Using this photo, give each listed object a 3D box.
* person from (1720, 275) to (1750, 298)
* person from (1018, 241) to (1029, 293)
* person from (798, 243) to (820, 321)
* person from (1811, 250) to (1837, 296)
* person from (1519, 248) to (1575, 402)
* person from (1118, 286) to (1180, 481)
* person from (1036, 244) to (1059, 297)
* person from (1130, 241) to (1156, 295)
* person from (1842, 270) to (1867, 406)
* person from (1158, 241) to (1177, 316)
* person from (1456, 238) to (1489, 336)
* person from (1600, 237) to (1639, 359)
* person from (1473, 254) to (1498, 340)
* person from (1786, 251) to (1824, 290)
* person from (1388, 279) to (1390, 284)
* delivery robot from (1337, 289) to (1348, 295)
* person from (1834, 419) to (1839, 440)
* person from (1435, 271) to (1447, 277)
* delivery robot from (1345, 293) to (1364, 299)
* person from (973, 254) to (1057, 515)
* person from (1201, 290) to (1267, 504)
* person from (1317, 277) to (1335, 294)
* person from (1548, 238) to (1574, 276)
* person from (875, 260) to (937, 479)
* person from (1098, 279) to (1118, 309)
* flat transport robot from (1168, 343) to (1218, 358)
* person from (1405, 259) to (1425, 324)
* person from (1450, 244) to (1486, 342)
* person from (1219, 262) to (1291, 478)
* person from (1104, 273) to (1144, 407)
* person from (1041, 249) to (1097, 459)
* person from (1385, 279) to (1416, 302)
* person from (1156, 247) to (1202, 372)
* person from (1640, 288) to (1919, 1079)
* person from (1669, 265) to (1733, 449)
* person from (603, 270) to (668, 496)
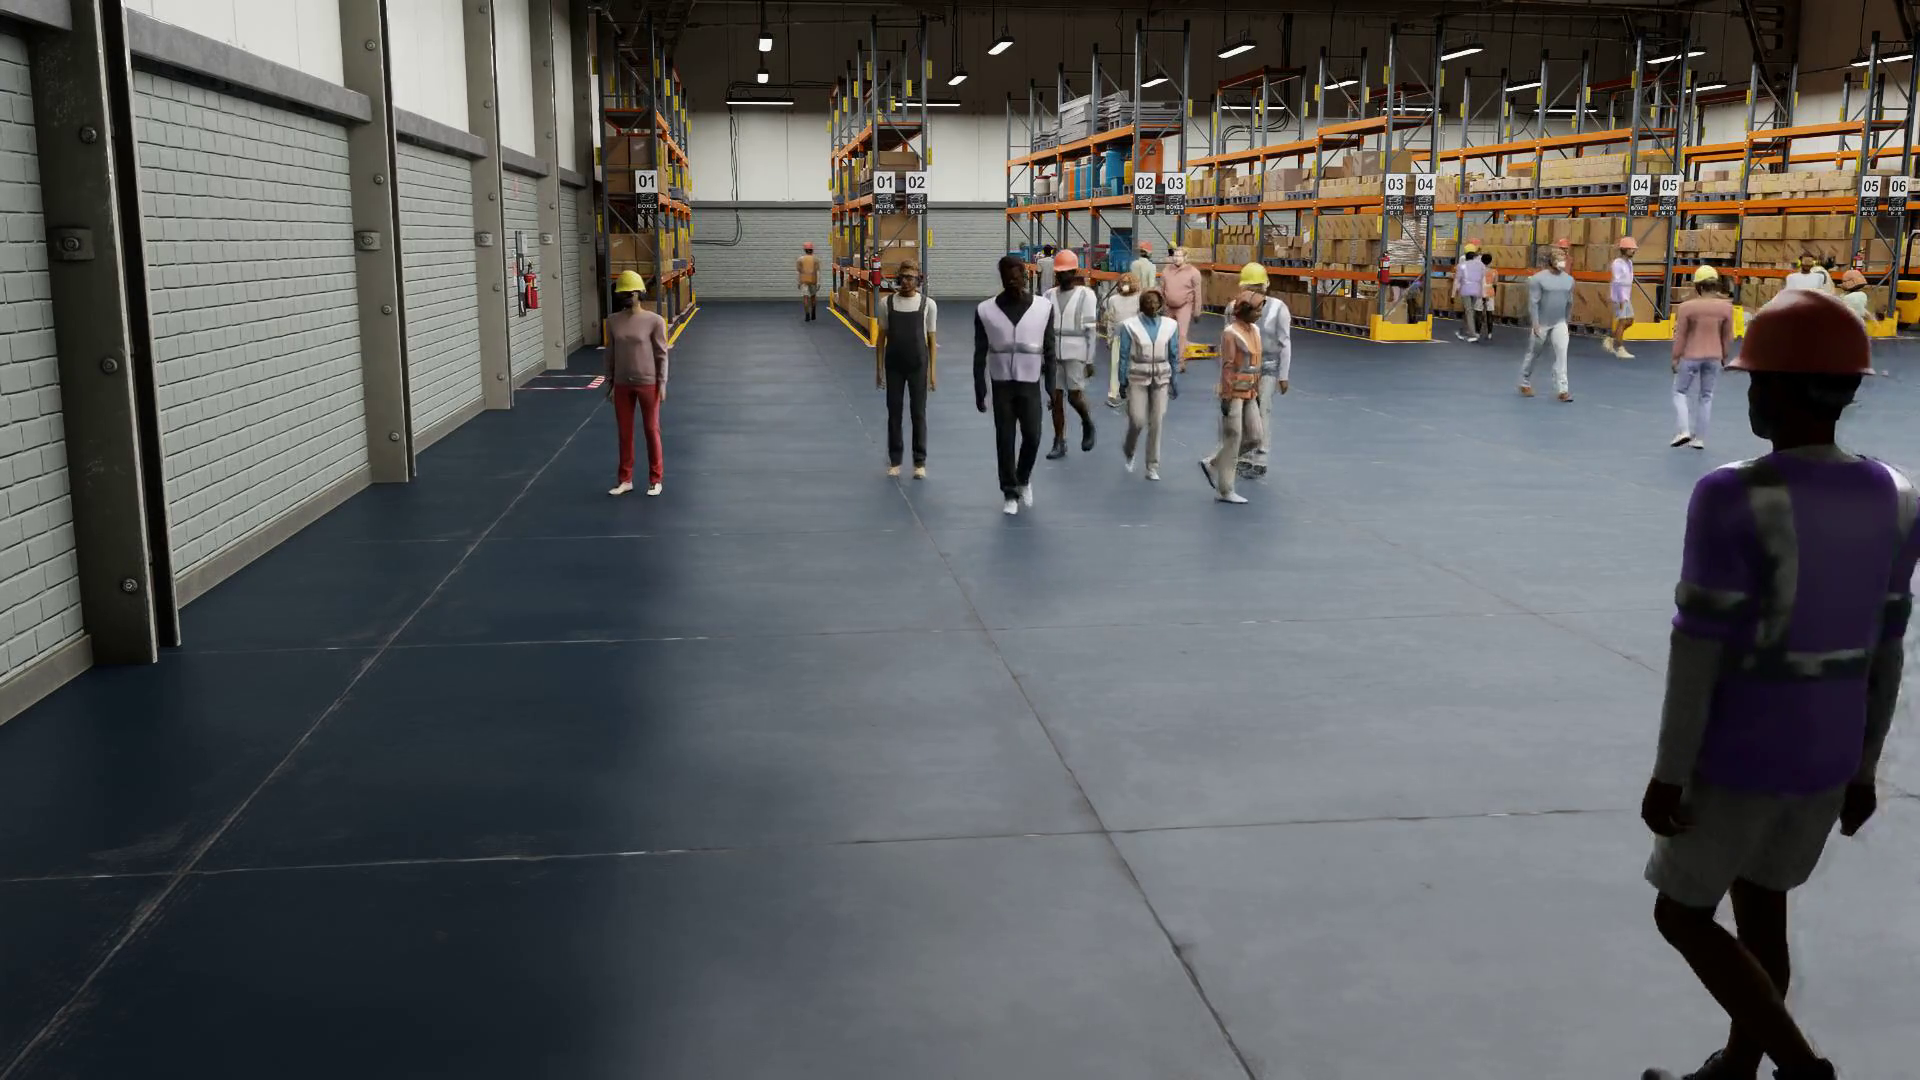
[{"bbox_3d":[18.863,-6.280,40.342,0.634,1.915,0.972,-1,10,-3],"label":"person"},{"bbox_3d":[1.747,-7.732,48.404,1.012,1.901,0.640,-2,11,-11],"label":"person"},{"bbox_3d":[-3.659,-6.263,40.374,0.549,1.889,0.993,-1,10,-5],"label":"person"},{"bbox_3d":[13.039,-3.476,25.226,0.438,1.827,0.643,6,12,31],"label":"person"},{"bbox_3d":[7.347,-2.689,20.765,0.627,1.899,1.022,-1,10,-7],"label":"person"},{"bbox_3d":[1.577,-1.304,13.896,0.516,1.626,0.368,-2,10,-9],"label":"person"},{"bbox_3d":[1.895,-5.463,36.037,0.512,1.864,0.330,-2,11,-10],"label":"person"},{"bbox_3d":[3.263,-4.372,29.843,0.620,1.952,1.017,9,14,42],"label":"person"},{"bbox_3d":[10.682,-2.419,19.975,0.498,1.632,0.285,-9,14,-40],"label":"person"},{"bbox_3d":[4.492,-5.368,35.339,0.594,1.923,0.381,-1,10,-4],"label":"person"},{"bbox_3d":[10.599,-5.231,34.359,0.615,2.017,0.854,6,12,29],"label":"person"},{"bbox_3d":[11.076,-4.046,27.813,0.571,2.031,0.642,10,14,42],"label":"person"},{"bbox_3d":[10.349,-4.797,32.836,0.537,1.696,0.317,-2,11,-11],"label":"person"},{"bbox_3d":[12.205,-3.268,24.119,0.535,1.824,1.003,5,11,25],"label":"person"},{"bbox_3d":[12.298,-7.658,48.084,0.509,1.860,0.334,-5,11,-24],"label":"person"},{"bbox_3d":[11.515,-7.267,49.249,0.707,0.478,0.477,-6,12,-30],"label":"delivery robot"},{"bbox_3d":[5.783,-0.790,11.105,0.714,1.605,0.507,1,10,8],"label":"person"},{"bbox_3d":[14.648,-8.067,50.878,0.770,1.664,0.535,-3,11,-16],"label":"person"},{"bbox_3d":[10.855,-6.646,45.844,0.477,0.478,0.707,-1,10,-7],"label":"delivery robot"},{"bbox_3d":[0.403,-1.132,12.187,0.623,1.899,0.447,0,10,2],"label":"person"},{"bbox_3d":[2.103,-1.099,12.747,0.459,1.620,0.582,7,12,33],"label":"person"},{"bbox_3d":[9.558,-6.864,43.773,0.625,1.844,0.429,1,10,7],"label":"person"},{"bbox_3d":[12.297,-5.169,34.060,0.623,1.990,0.390,-4,11,-19],"label":"person"},{"bbox_3d":[-0.447,-1.423,14.007,0.528,1.842,0.378,0,10,1],"label":"person"},{"bbox_3d":[3.858,-6.715,42.951,0.625,1.845,0.429,0,10,0],"label":"person"},{"bbox_3d":[3.610,-3.230,28.155,0.652,0.197,1.431,-9,14,-41],"label":"flat transport robot"},{"bbox_3d":[10.256,-5.831,37.899,0.541,1.915,0.603,-2,10,-9],"label":"person"},{"bbox_3d":[9.841,-4.781,32.262,0.604,1.867,1.004,-2,11,-10],"label":"person"},{"bbox_3d":[2.495,-1.445,14.132,0.602,1.824,0.417,7,13,34],"label":"person"},{"bbox_3d":[1.966,-2.369,19.803,0.522,1.593,0.829,4,11,19],"label":"person"},{"bbox_3d":[1.009,-1.702,15.277,0.561,1.920,0.571,6,12,31],"label":"person"},{"bbox_3d":[9.592,-5.518,36.086,0.644,1.943,0.984,-1,10,-7],"label":"person"},{"bbox_3d":[3.161,-3.369,24.548,0.650,1.867,0.946,8,13,36],"label":"person"},{"bbox_3d":[1.737,0.444,3.483,0.556,1.926,0.632,-4,11,-19],"label":"person"},{"bbox_3d":[7.059,-1.734,15.868,0.546,1.763,0.384,1,10,6],"label":"person"},{"bbox_3d":[-2.545,-1.216,13.015,0.533,1.767,0.327,3,11,14],"label":"person"}]
